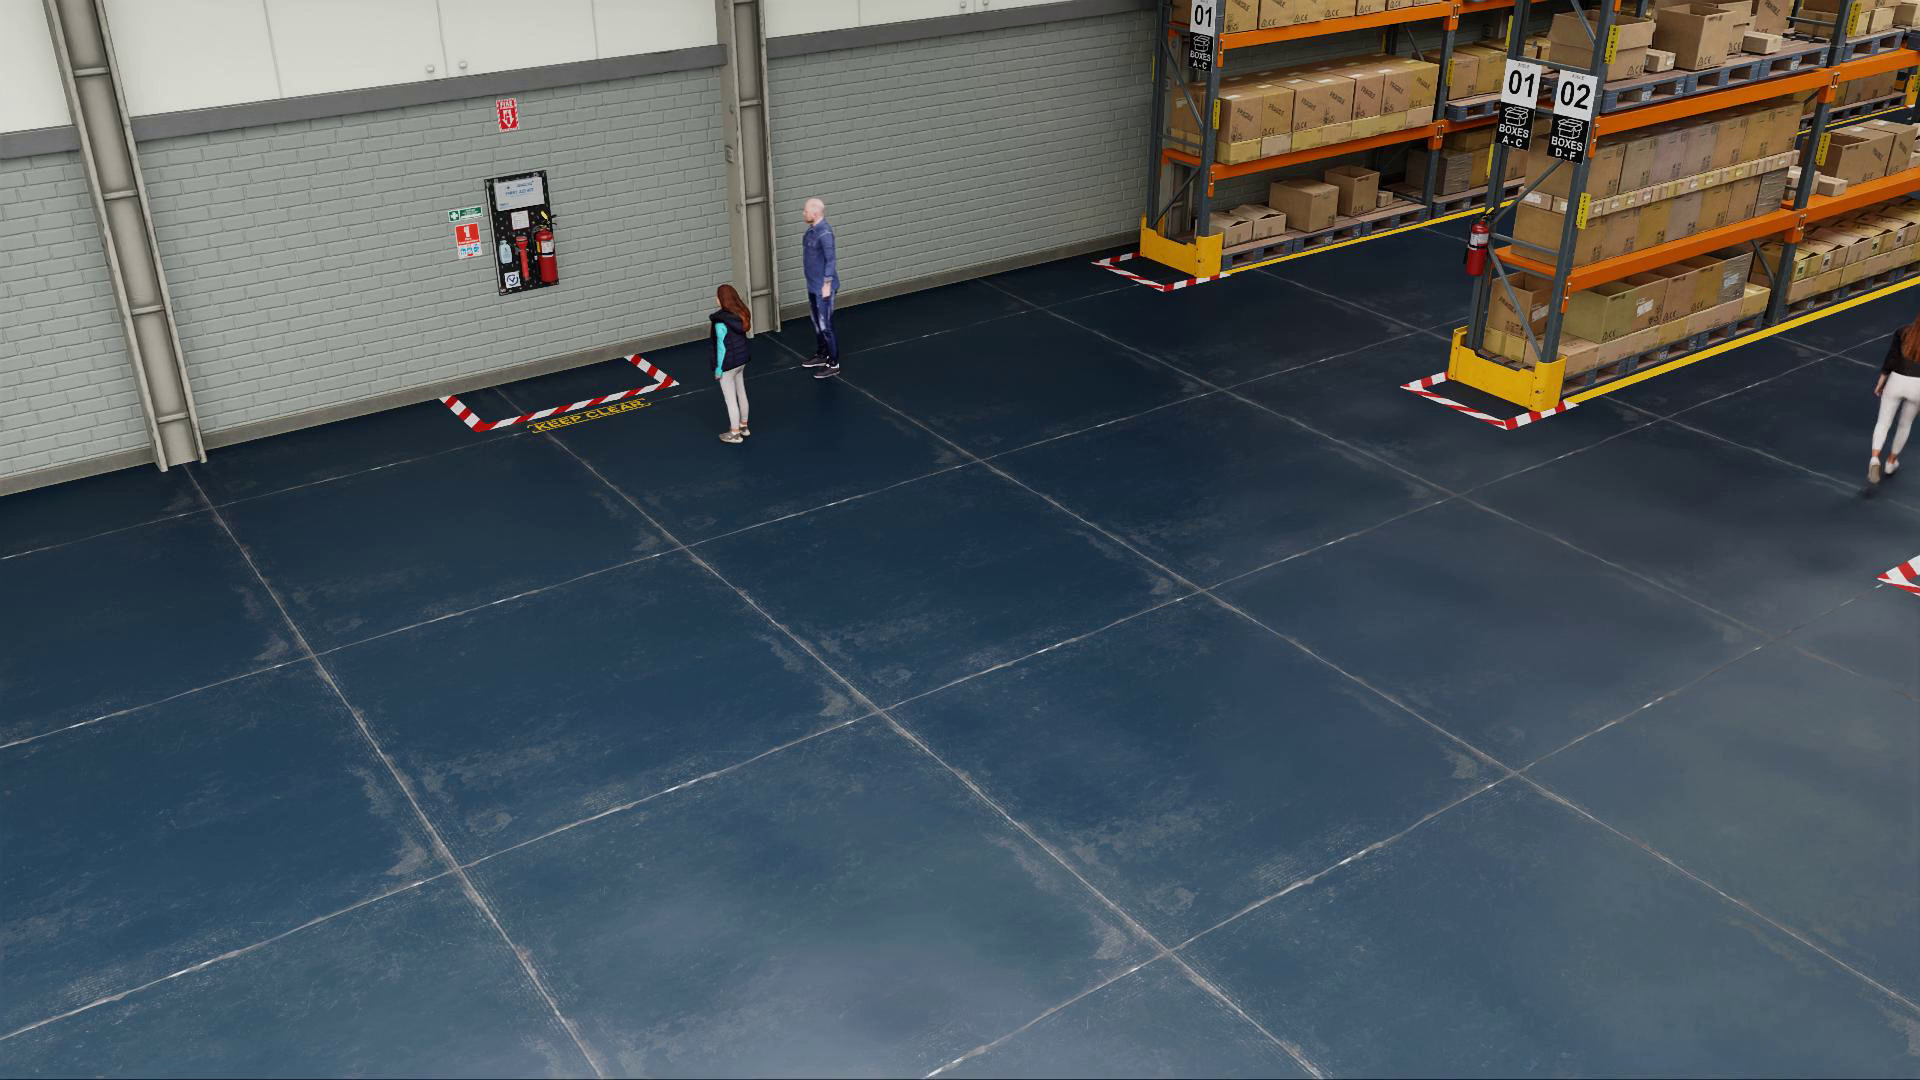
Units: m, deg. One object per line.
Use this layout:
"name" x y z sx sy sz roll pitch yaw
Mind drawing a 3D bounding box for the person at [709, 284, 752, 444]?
"person" -2.110 -1.638 15.339 0.747 1.500 0.669 11 29 20

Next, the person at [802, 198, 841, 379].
"person" -1.401 -2.560 16.772 0.677 1.826 0.762 -11 29 -20

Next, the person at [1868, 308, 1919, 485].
"person" 8.199 -1.279 14.446 0.839 1.678 1.102 17 32 30
